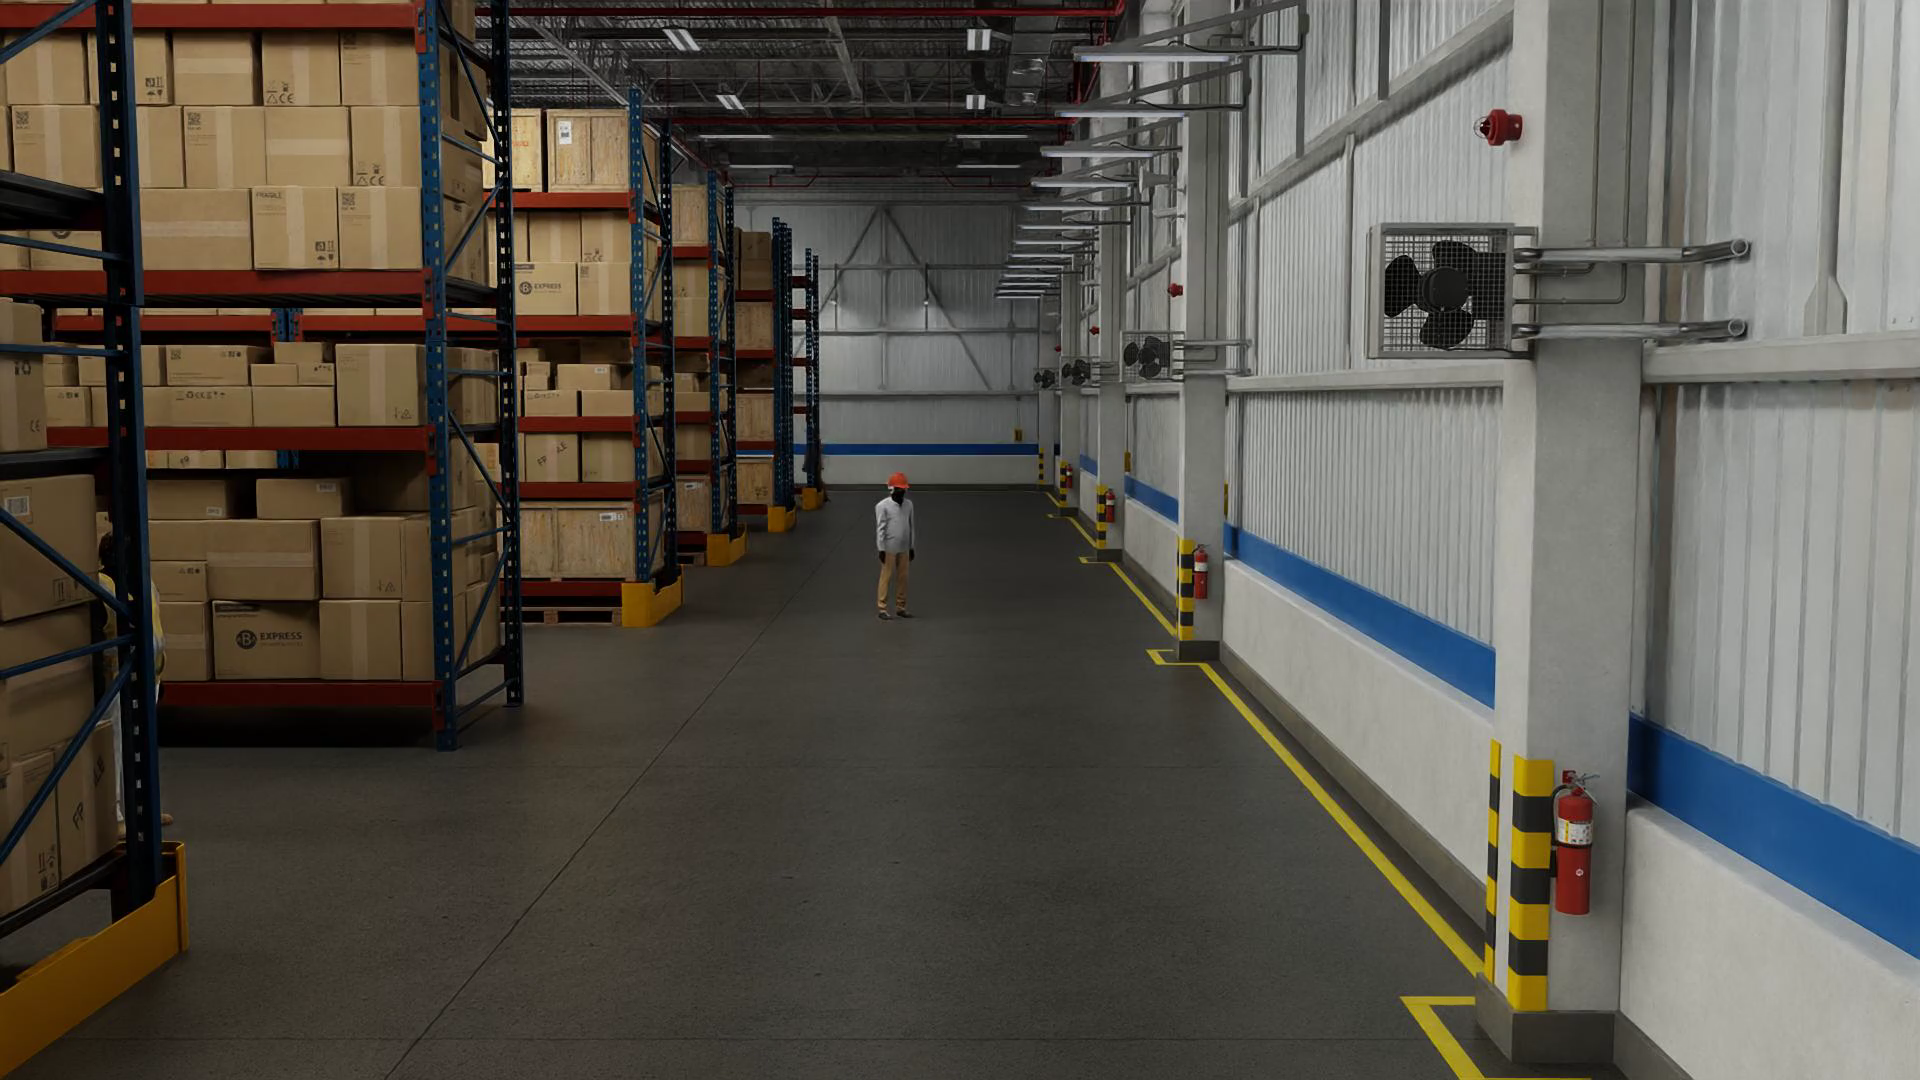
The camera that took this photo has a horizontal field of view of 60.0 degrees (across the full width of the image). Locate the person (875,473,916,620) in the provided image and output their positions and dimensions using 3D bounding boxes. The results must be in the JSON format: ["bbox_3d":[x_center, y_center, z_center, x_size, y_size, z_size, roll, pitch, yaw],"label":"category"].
[{"bbox_3d":[-0.738,0.075,19.602,0.566,1.742,0.351,-4,7,-42],"label":"person"}]

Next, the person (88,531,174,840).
[{"bbox_3d":[-4.994,0.852,9.969,0.429,1.842,0.633,1,5,8],"label":"person"}]

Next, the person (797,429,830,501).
[{"bbox_3d":[-3.661,-1.878,41.759,0.857,1.870,0.659,1,5,7],"label":"person"}]
